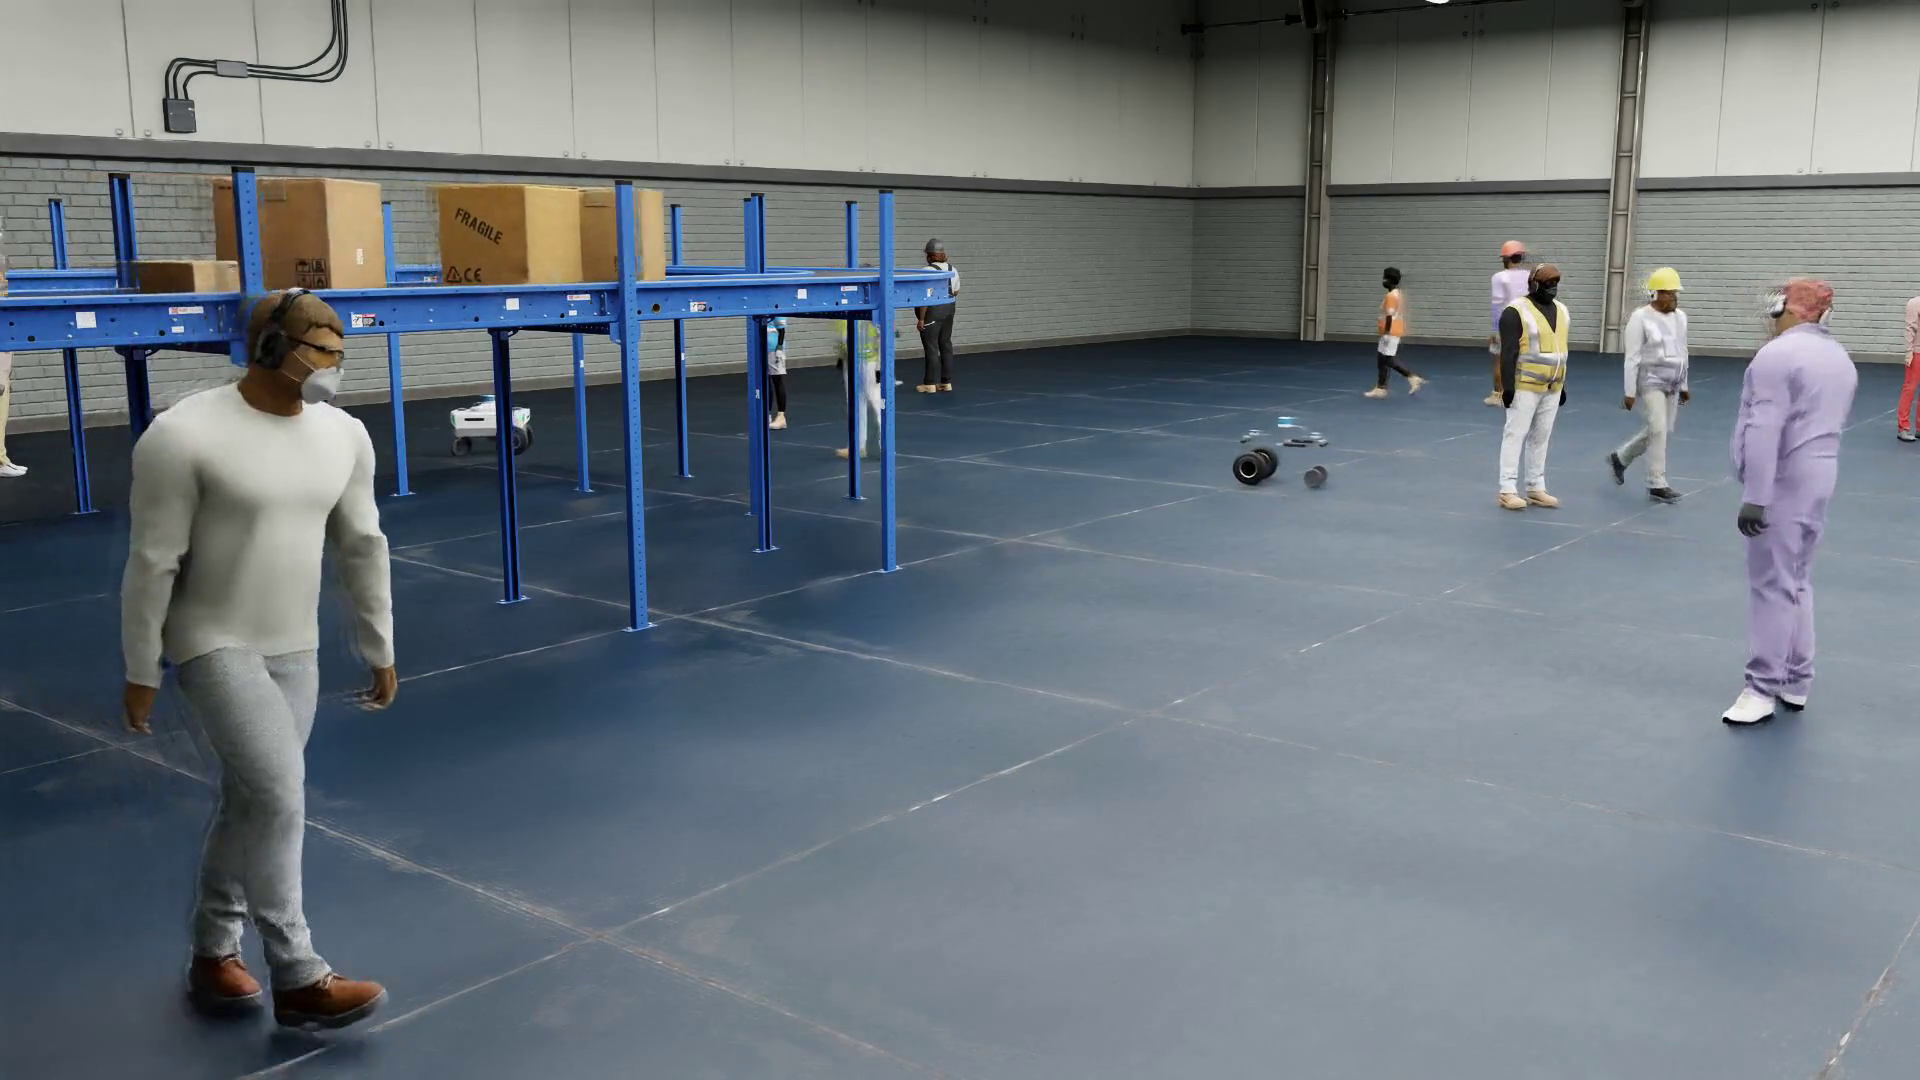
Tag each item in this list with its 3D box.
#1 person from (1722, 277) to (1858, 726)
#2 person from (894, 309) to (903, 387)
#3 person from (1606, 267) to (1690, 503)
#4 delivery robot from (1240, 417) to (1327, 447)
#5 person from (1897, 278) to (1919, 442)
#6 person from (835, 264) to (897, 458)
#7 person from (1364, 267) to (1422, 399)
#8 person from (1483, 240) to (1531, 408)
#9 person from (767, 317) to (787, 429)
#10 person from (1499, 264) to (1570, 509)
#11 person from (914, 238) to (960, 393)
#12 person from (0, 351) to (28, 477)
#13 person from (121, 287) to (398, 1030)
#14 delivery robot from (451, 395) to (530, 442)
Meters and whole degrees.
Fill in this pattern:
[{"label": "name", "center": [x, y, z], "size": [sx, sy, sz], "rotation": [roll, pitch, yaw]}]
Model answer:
[{"label": "person", "center": [3.467, -0.175, 7.098], "size": [0.813, 1.866, 0.395], "rotation": [-8, 13, -38]}, {"label": "person", "center": [-1.027, -2.803, 22.335], "size": [0.792, 1.599, 0.524], "rotation": [-7, 12, -34]}, {"label": "person", "center": [5.427, -1.238, 13.088], "size": [0.589, 1.813, 0.736], "rotation": [-6, 12, -30]}, {"label": "delivery robot", "center": [2.713, -0.915, 13.923], "size": [0.698, 0.223, 0.335], "rotation": [5, 11, 23]}, {"label": "person", "center": [9.771, -1.889, 16.816], "size": [0.525, 1.772, 0.306], "rotation": [-3, 11, -16]}, {"label": "person", "center": [-0.889, -1.649, 15.426], "size": [0.431, 1.806, 0.703], "rotation": [-10, 14, -44]}, {"label": "person", "center": [5.537, -2.628, 21.159], "size": [0.651, 1.673, 0.538], "rotation": [3, 11, 17]}, {"label": "person", "center": [6.670, -2.580, 19.963], "size": [0.621, 2.023, 0.859], "rotation": [-3, 11, -18]}, {"label": "person", "center": [-2.056, -2.043, 17.872], "size": [0.320, 1.695, 0.537], "rotation": [-8, 13, -38]}, {"label": "person", "center": [4.360, -1.162, 12.595], "size": [0.634, 1.839, 0.429], "rotation": [-5, 11, -26]}, {"label": "person", "center": [-0.362, -2.989, 22.278], "size": [0.537, 2.000, 0.684], "rotation": [9, 14, 41]}, {"label": "person", "center": [-8.273, -1.374, 14.338], "size": [0.279, 1.633, 0.499], "rotation": [-5, 11, -24]}, {"label": "person", "center": [-1.750, 0.309, 4.283], "size": [0.788, 1.892, 0.653], "rotation": [5, 11, 27]}, {"label": "delivery robot", "center": [-4.492, -1.143, 15.910], "size": [0.707, 0.478, 0.477], "rotation": [-1, 10, -6]}]
